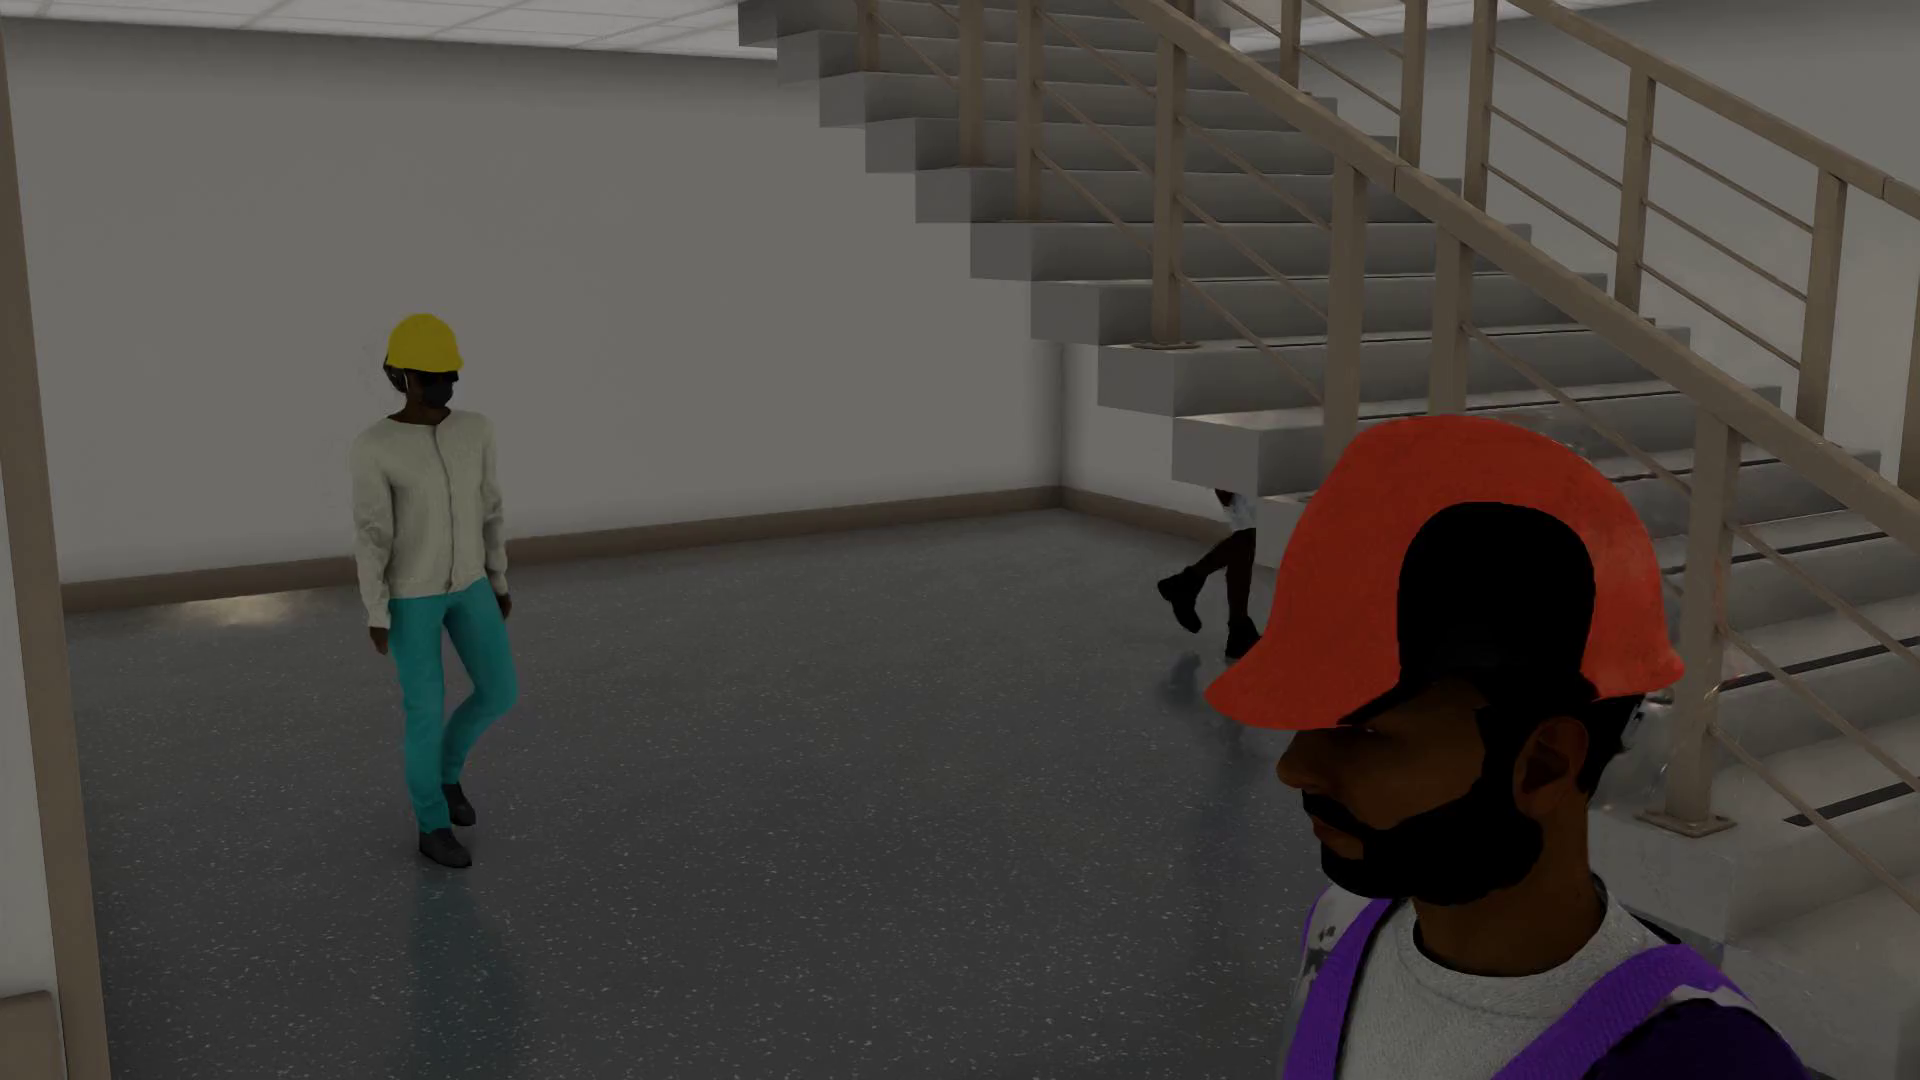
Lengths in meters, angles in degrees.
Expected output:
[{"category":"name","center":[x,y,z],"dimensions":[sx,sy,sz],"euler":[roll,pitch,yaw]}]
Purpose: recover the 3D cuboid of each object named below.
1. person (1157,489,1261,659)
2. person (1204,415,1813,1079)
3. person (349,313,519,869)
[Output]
[{"category":"person","center":[1.250,-0.398,7.729],"dimensions":[0.589,1.925,0.553],"euler":[5,12,26]},{"category":"person","center":[0.417,0.850,1.247],"dimensions":[0.948,1.906,0.542],"euler":[-4,12,-20]},{"category":"person","center":[-1.646,0.165,5.239],"dimensions":[0.387,1.750,0.540],"euler":[8,14,37]}]
